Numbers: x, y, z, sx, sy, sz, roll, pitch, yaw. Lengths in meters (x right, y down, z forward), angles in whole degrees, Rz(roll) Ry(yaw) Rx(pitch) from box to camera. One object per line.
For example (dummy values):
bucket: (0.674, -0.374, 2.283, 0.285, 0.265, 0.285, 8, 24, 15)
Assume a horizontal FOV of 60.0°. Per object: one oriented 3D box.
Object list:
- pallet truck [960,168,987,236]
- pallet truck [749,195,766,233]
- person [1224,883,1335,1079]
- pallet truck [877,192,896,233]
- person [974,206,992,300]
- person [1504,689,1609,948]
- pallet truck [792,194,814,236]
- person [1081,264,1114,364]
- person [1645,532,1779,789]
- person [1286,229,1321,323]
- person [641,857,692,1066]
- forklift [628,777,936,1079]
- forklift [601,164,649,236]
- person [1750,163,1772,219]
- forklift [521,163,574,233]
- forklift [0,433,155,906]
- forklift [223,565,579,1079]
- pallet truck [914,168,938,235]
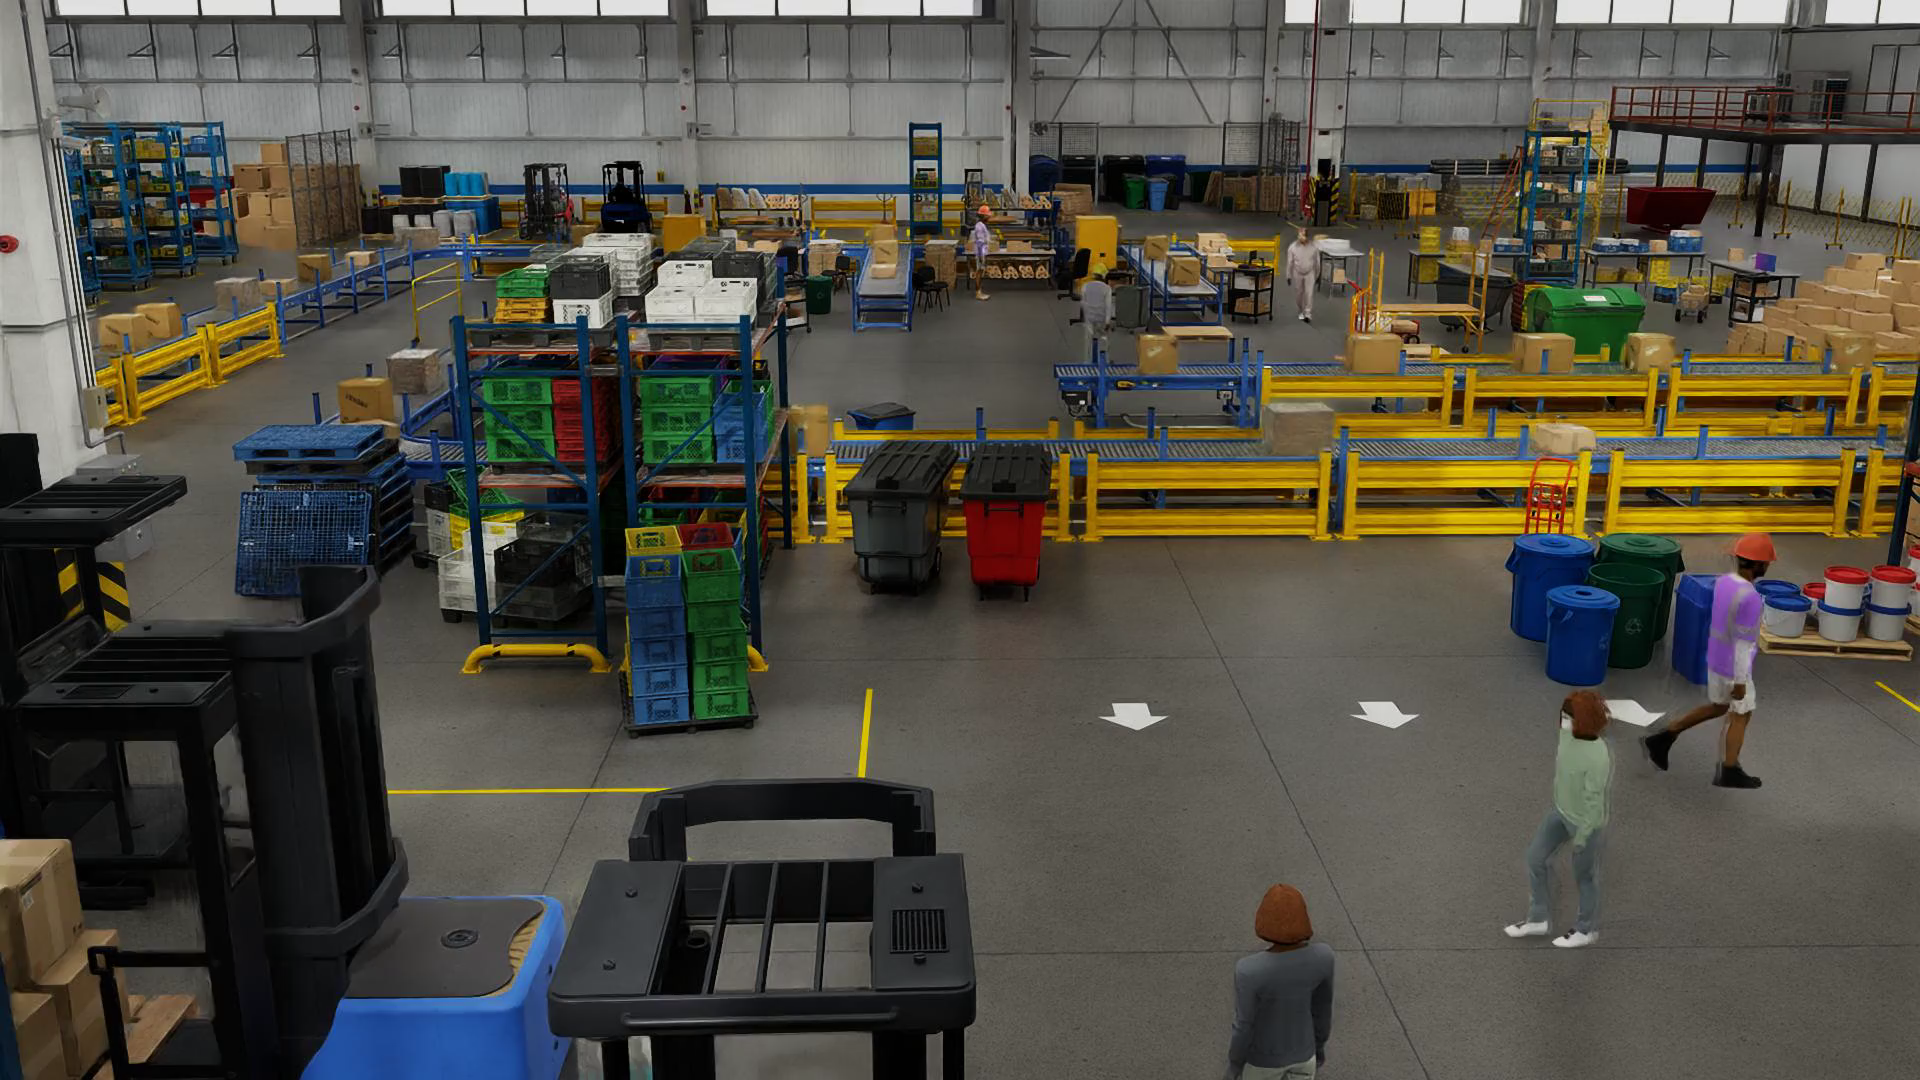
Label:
pallet truck: (0.383, -10.230, 50.206, 0.823, 1.965, 1.885, -1, 16, -3)
pallet truck: (-6.051, -9.967, 50.660, 0.680, 1.201, 1.601, 0, 16, -1)
person: (1.404, 2.283, 7.362, 0.507, 1.632, 0.275, -6, 17, -20)
pallet truck: (-2.277, -9.986, 50.594, 0.653, 1.274, 1.630, 0, 16, -1)
person: (0.500, -6.281, 36.405, 0.394, 2.040, 0.609, 2, 16, 6)
person: (3.485, 1.632, 9.641, 0.611, 1.608, 0.538, -3, 16, -9)
pallet truck: (-4.814, -9.883, 50.259, 0.704, 1.261, 1.522, -1, 16, -3)
person: (2.333, -3.778, 28.146, 0.592, 1.798, 0.805, 8, 18, 26)
person: (5.396, 0.861, 11.819, 0.725, 1.914, 0.549, 0, 16, 0)
person: (6.862, -5.279, 33.265, 0.665, 1.846, 1.023, 3, 16, 12)
person: (-1.317, 2.217, 7.374, 0.531, 1.751, 0.540, -1, 16, -5)
forklift: (-0.542, 2.165, 5.552, 1.129, 2.768, 1.873, -1, 16, -2)
forklift: (-9.948, -10.127, 49.296, 1.157, 1.987, 2.680, -1, 16, -3)
person: (26.559, -11.575, 55.209, 0.538, 1.819, 0.751, 2, 16, 8)
forklift: (-12.233, -10.122, 49.298, 1.157, 1.987, 2.680, 0, 16, -1)
forklift: (-5.952, 0.780, 10.366, 1.873, 2.768, 1.129, 0, 16, -1)
forklift: (-2.863, 1.563, 7.643, 1.873, 2.768, 1.129, 0, 16, -1)
pallet truck: (-0.989, -10.316, 50.507, 0.823, 1.965, 1.885, 1, 16, 3)
